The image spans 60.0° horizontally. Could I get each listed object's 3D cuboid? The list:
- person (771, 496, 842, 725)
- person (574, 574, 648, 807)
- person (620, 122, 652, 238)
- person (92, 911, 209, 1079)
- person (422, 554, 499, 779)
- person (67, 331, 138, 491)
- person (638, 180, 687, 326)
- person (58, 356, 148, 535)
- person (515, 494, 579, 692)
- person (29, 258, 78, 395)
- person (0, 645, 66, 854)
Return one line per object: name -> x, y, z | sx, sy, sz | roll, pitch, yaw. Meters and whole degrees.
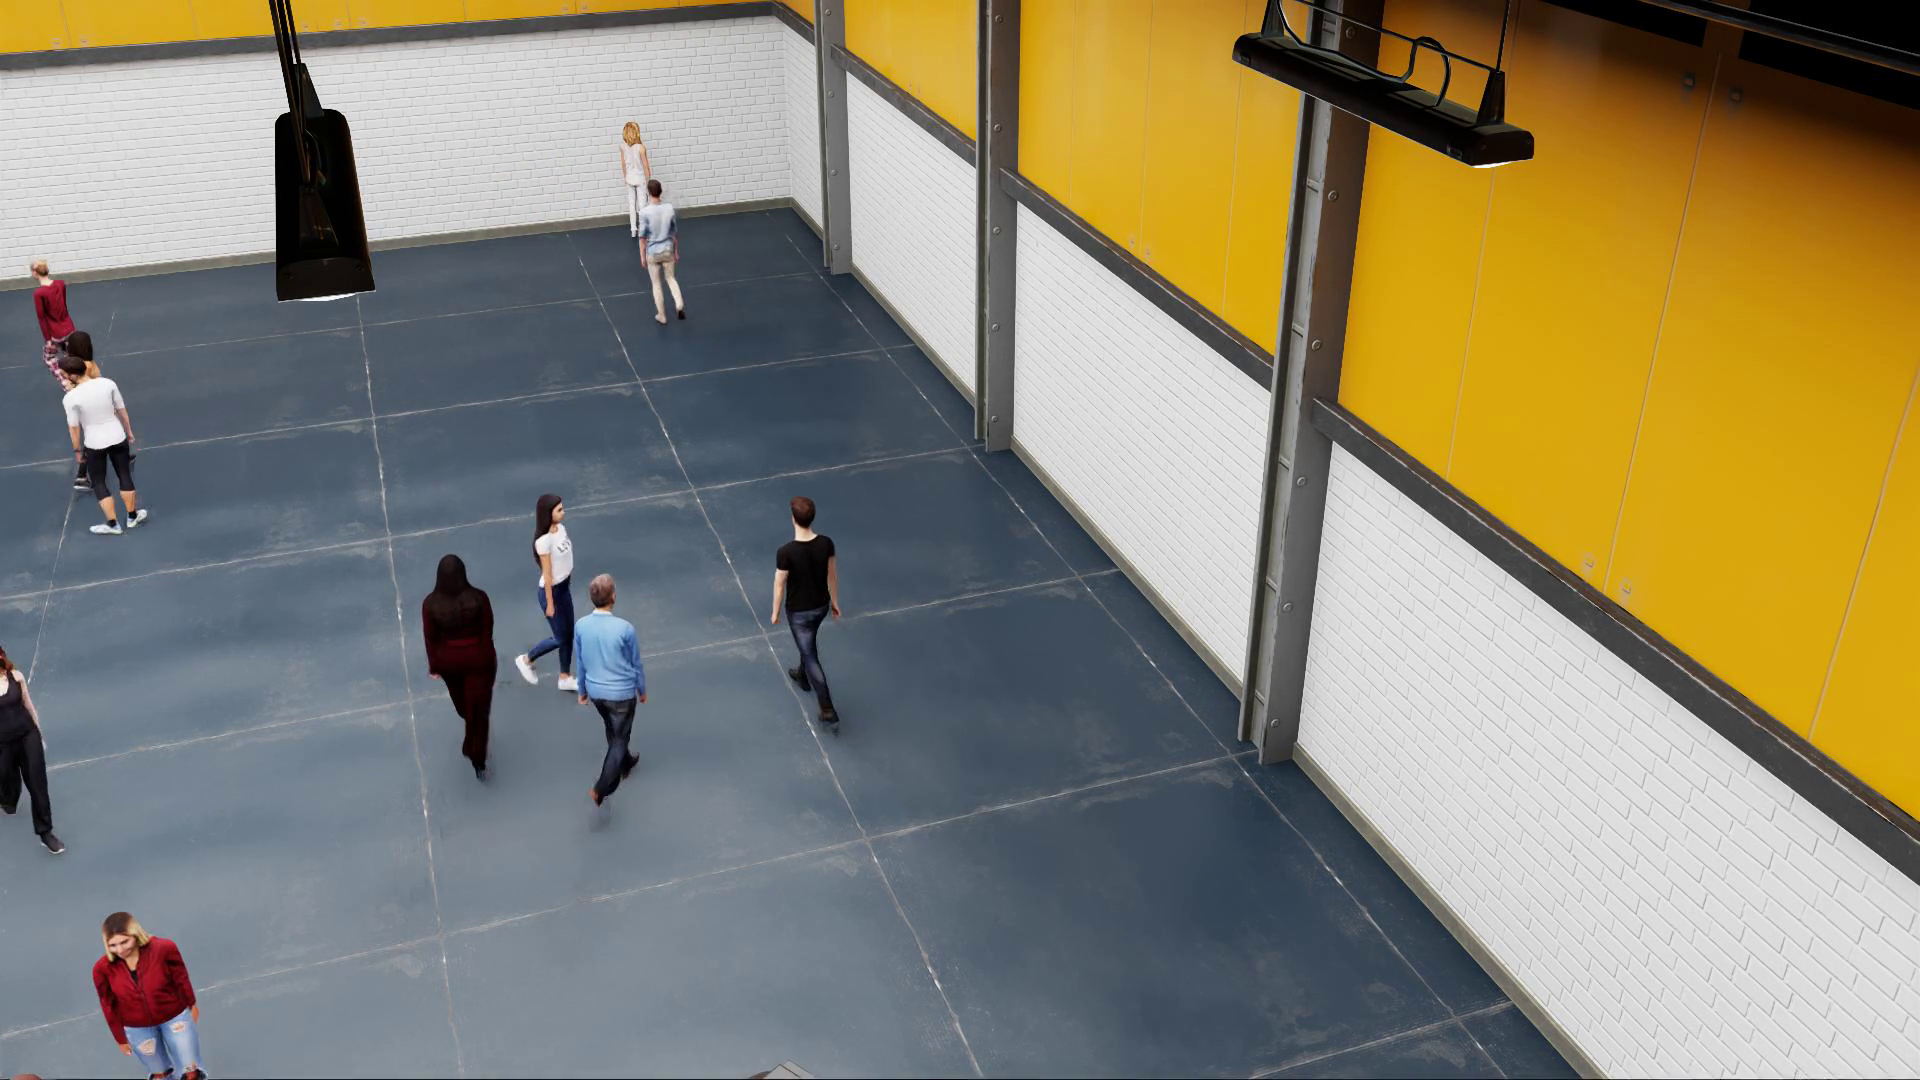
person -> -1.168, 0.587, 13.128 | 0.855, 1.862, 1.258 | -16, 33, -27
person -> -2.597, 1.138, 12.199 | 1.059, 1.785, 1.190 | 8, 30, 14
person -> -4.656, -5.178, 23.896 | 0.683, 1.671, 0.737 | 12, 31, 20
person -> -4.596, 2.704, 9.500 | 0.627, 1.620, 0.603 | -13, 31, -23
person -> -3.735, 0.988, 12.572 | 0.832, 1.692, 1.240 | -5, 29, -9
person -> -8.826, -1.271, 16.808 | 1.011, 1.601, 1.116 | 10, 30, 17
person -> -3.712, -3.545, 20.730 | 0.743, 1.836, 0.865 | -16, 33, -27
person -> -8.193, -0.951, 15.981 | 0.828, 1.831, 0.748 | -15, 32, -25
person -> -3.373, 0.451, 13.489 | 0.900, 1.755, 0.891 | 5, 29, 10
person -> -10.042, -2.331, 18.655 | 0.808, 1.692, 0.745 | 12, 31, 20
person -> -6.741, 1.409, 11.764 | 1.070, 1.726, 0.898 | 22, 36, 35
